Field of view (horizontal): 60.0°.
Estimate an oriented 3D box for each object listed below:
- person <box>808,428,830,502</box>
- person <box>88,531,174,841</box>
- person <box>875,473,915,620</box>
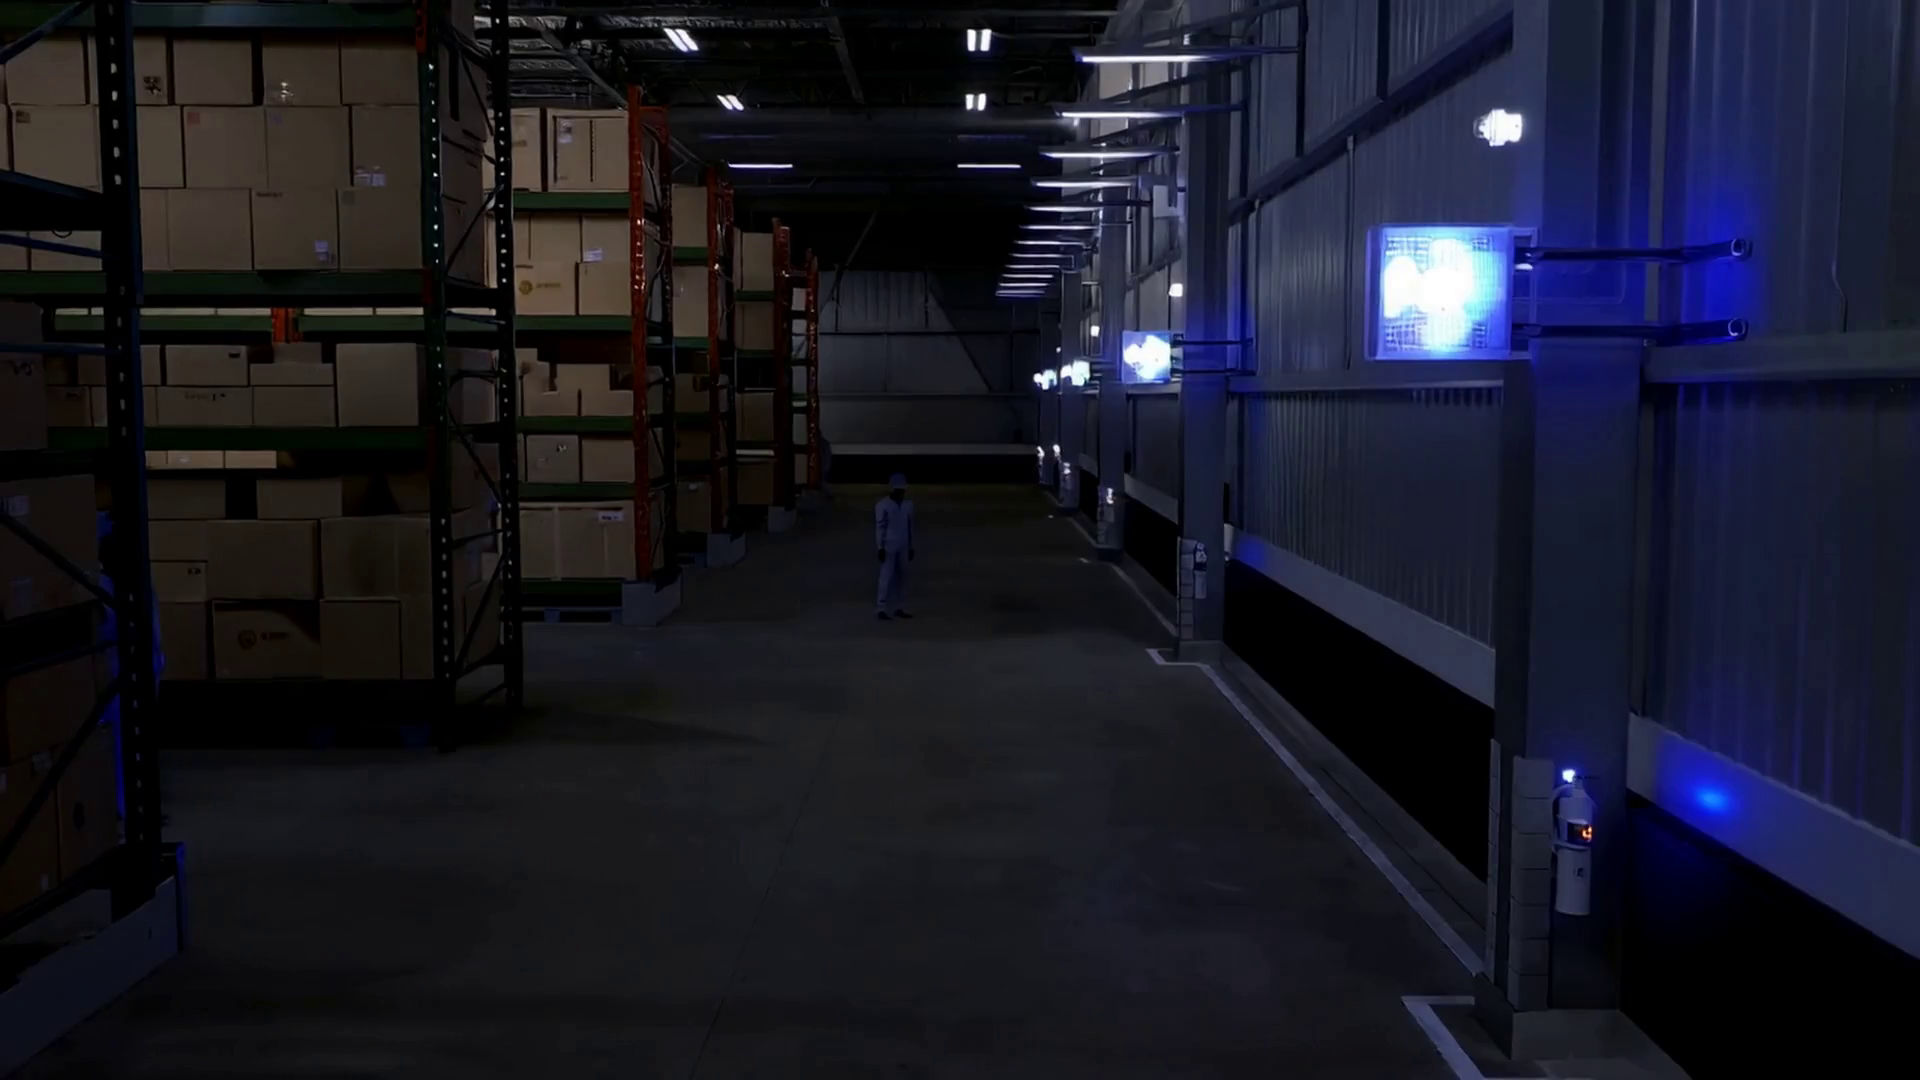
[{"bbox_3d":[-3.558,-1.880,41.703,0.689,1.872,0.677,1,5,16],"label":"person"},{"bbox_3d":[-4.996,0.852,9.968,0.429,1.843,0.633,1,5,9],"label":"person"},{"bbox_3d":[-0.742,0.075,19.603,0.566,1.742,0.351,-4,7,-42],"label":"person"}]
